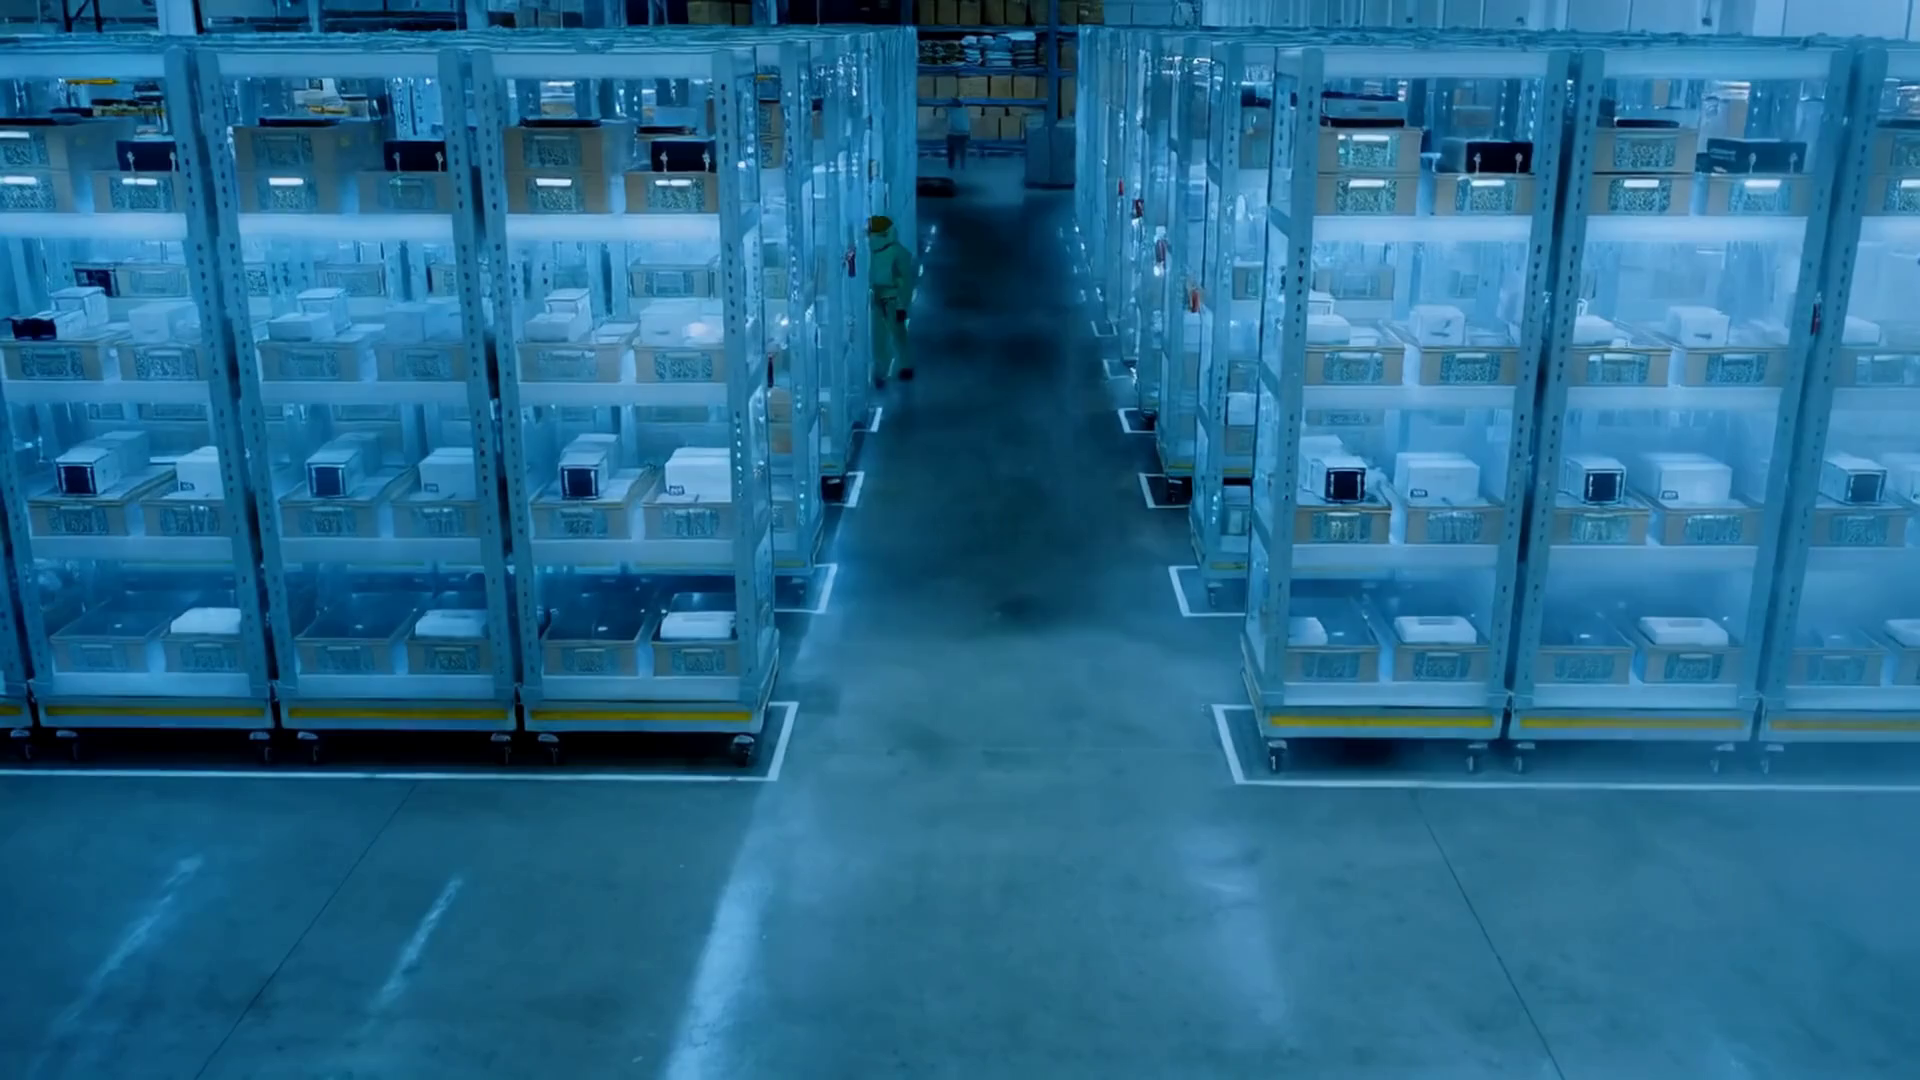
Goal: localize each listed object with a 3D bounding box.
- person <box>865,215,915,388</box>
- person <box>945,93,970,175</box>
[{"bbox_3d":[-0.748,-2.502,17.422,0.593,1.782,0.911,8,19,25],"label":"person"},{"bbox_3d":[-0.062,-9.984,40.931,0.626,1.988,0.432,6,18,19],"label":"person"}]
